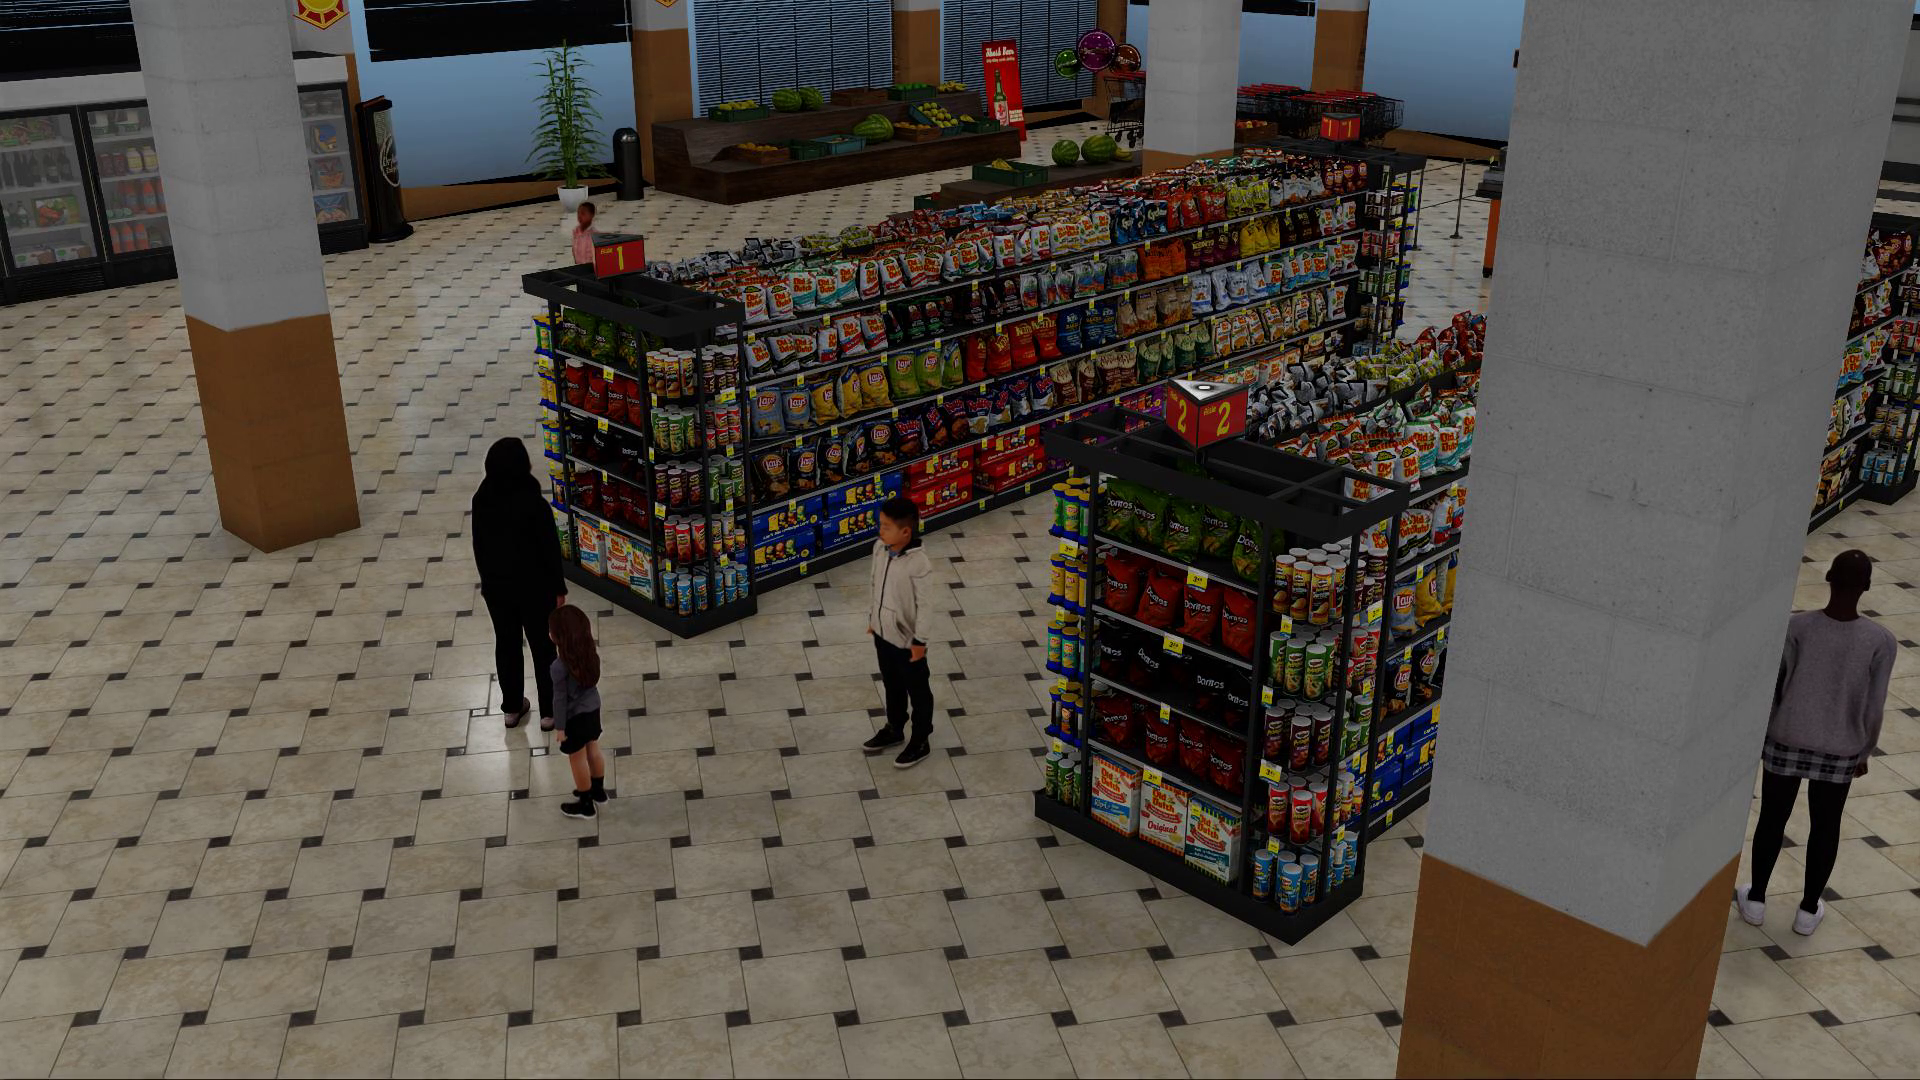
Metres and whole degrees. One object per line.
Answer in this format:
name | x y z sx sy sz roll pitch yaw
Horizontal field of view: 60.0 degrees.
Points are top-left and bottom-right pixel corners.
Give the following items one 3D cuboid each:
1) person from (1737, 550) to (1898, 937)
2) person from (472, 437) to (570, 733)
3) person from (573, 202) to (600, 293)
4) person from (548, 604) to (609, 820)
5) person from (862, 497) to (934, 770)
person | 3.636 0.860 7.082 0.687 1.772 0.655 10 24 23
person | -2.338 0.240 8.837 0.764 1.615 0.787 6 23 14
person | -3.684 -2.745 16.688 0.601 1.300 0.760 13 25 30
person | -1.853 0.819 8.078 0.585 1.106 0.484 8 23 18
person | -0.292 0.452 8.530 0.511 1.450 0.577 -19 29 -39
